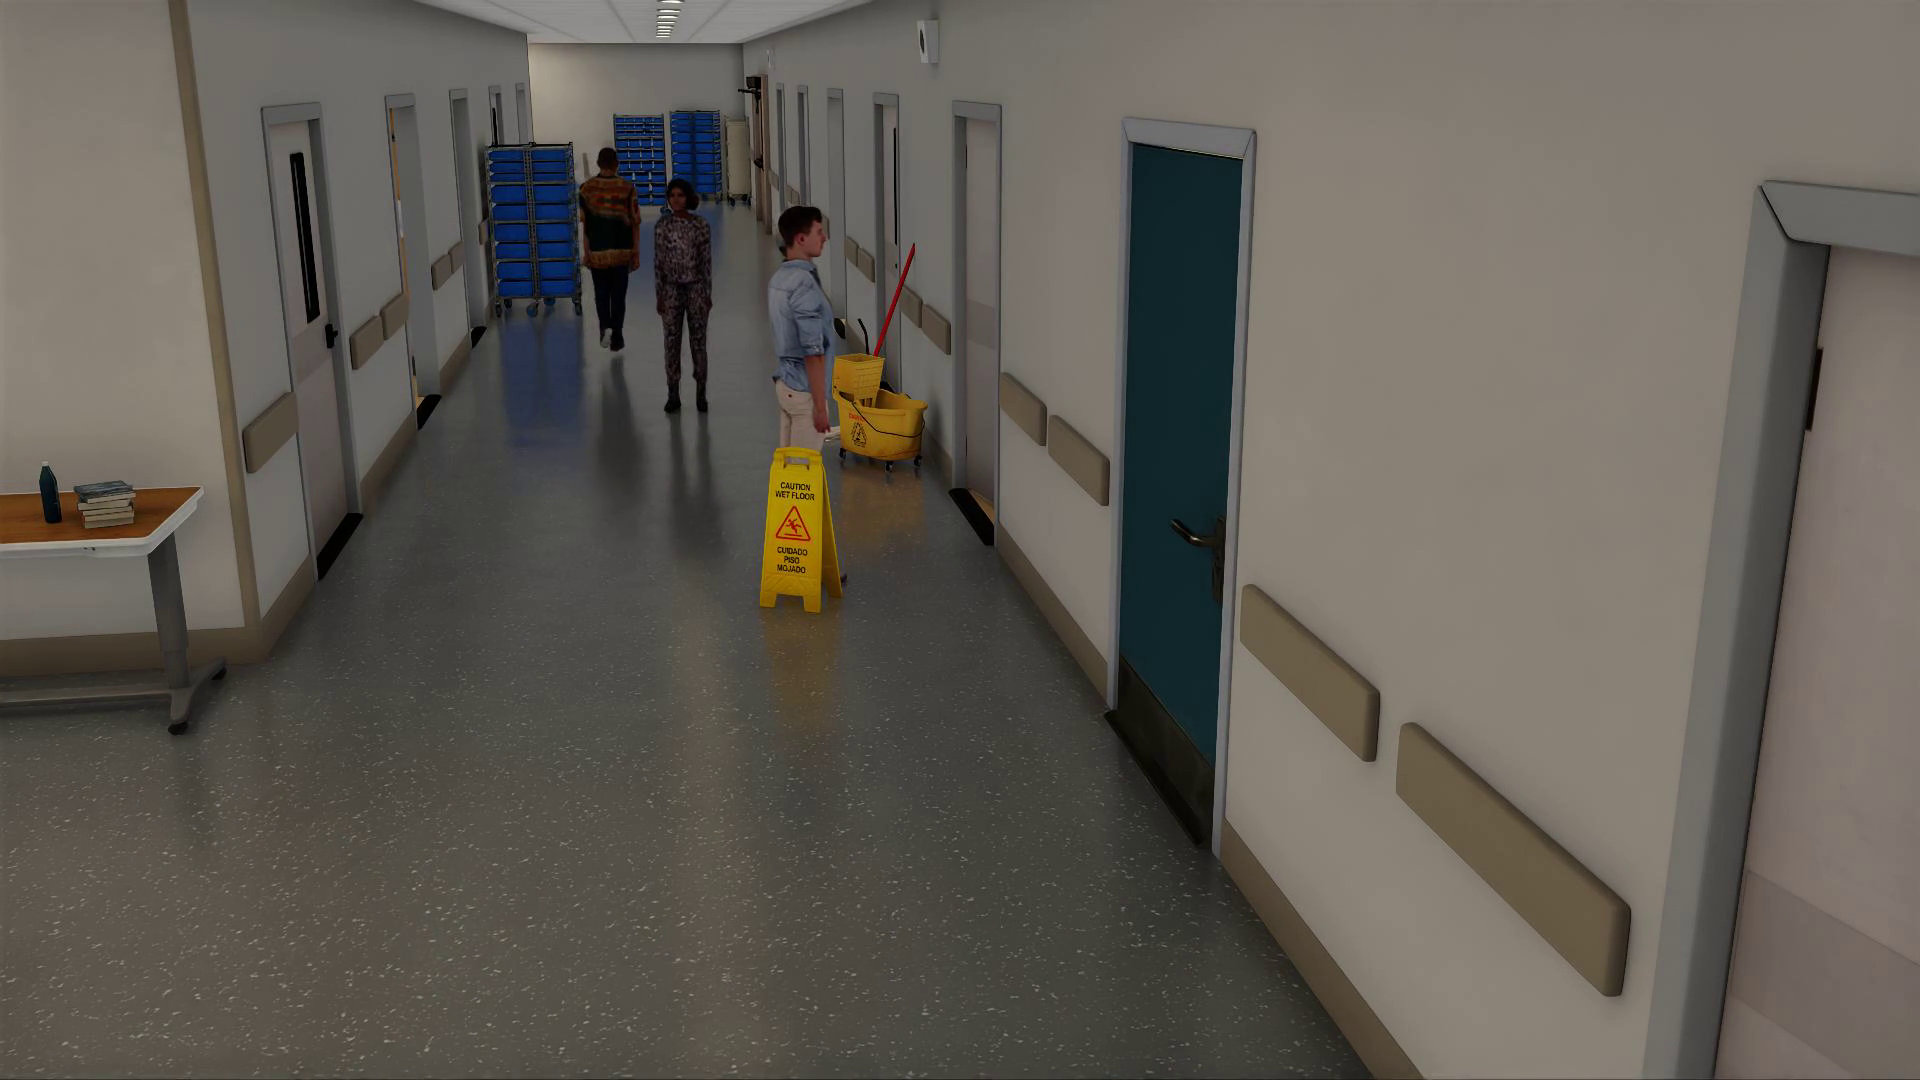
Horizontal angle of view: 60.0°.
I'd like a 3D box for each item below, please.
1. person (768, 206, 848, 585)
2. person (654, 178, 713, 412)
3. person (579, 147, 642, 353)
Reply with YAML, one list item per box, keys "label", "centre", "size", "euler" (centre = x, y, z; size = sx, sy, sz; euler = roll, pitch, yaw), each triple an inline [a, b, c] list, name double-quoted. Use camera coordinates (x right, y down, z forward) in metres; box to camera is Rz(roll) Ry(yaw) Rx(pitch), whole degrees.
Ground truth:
- label: "person"
  centre: [-0.789, -0.725, 8.257]
  size: [0.749, 1.846, 0.534]
  euler: [-6, 17, -20]
- label: "person"
  centre: [-2.044, -1.817, 12.373]
  size: [0.603, 1.714, 0.588]
  euler: [-1, 16, -2]
- label: "person"
  centre: [-3.113, -2.555, 14.760]
  size: [0.711, 1.798, 0.779]
  euler: [-2, 16, -6]
